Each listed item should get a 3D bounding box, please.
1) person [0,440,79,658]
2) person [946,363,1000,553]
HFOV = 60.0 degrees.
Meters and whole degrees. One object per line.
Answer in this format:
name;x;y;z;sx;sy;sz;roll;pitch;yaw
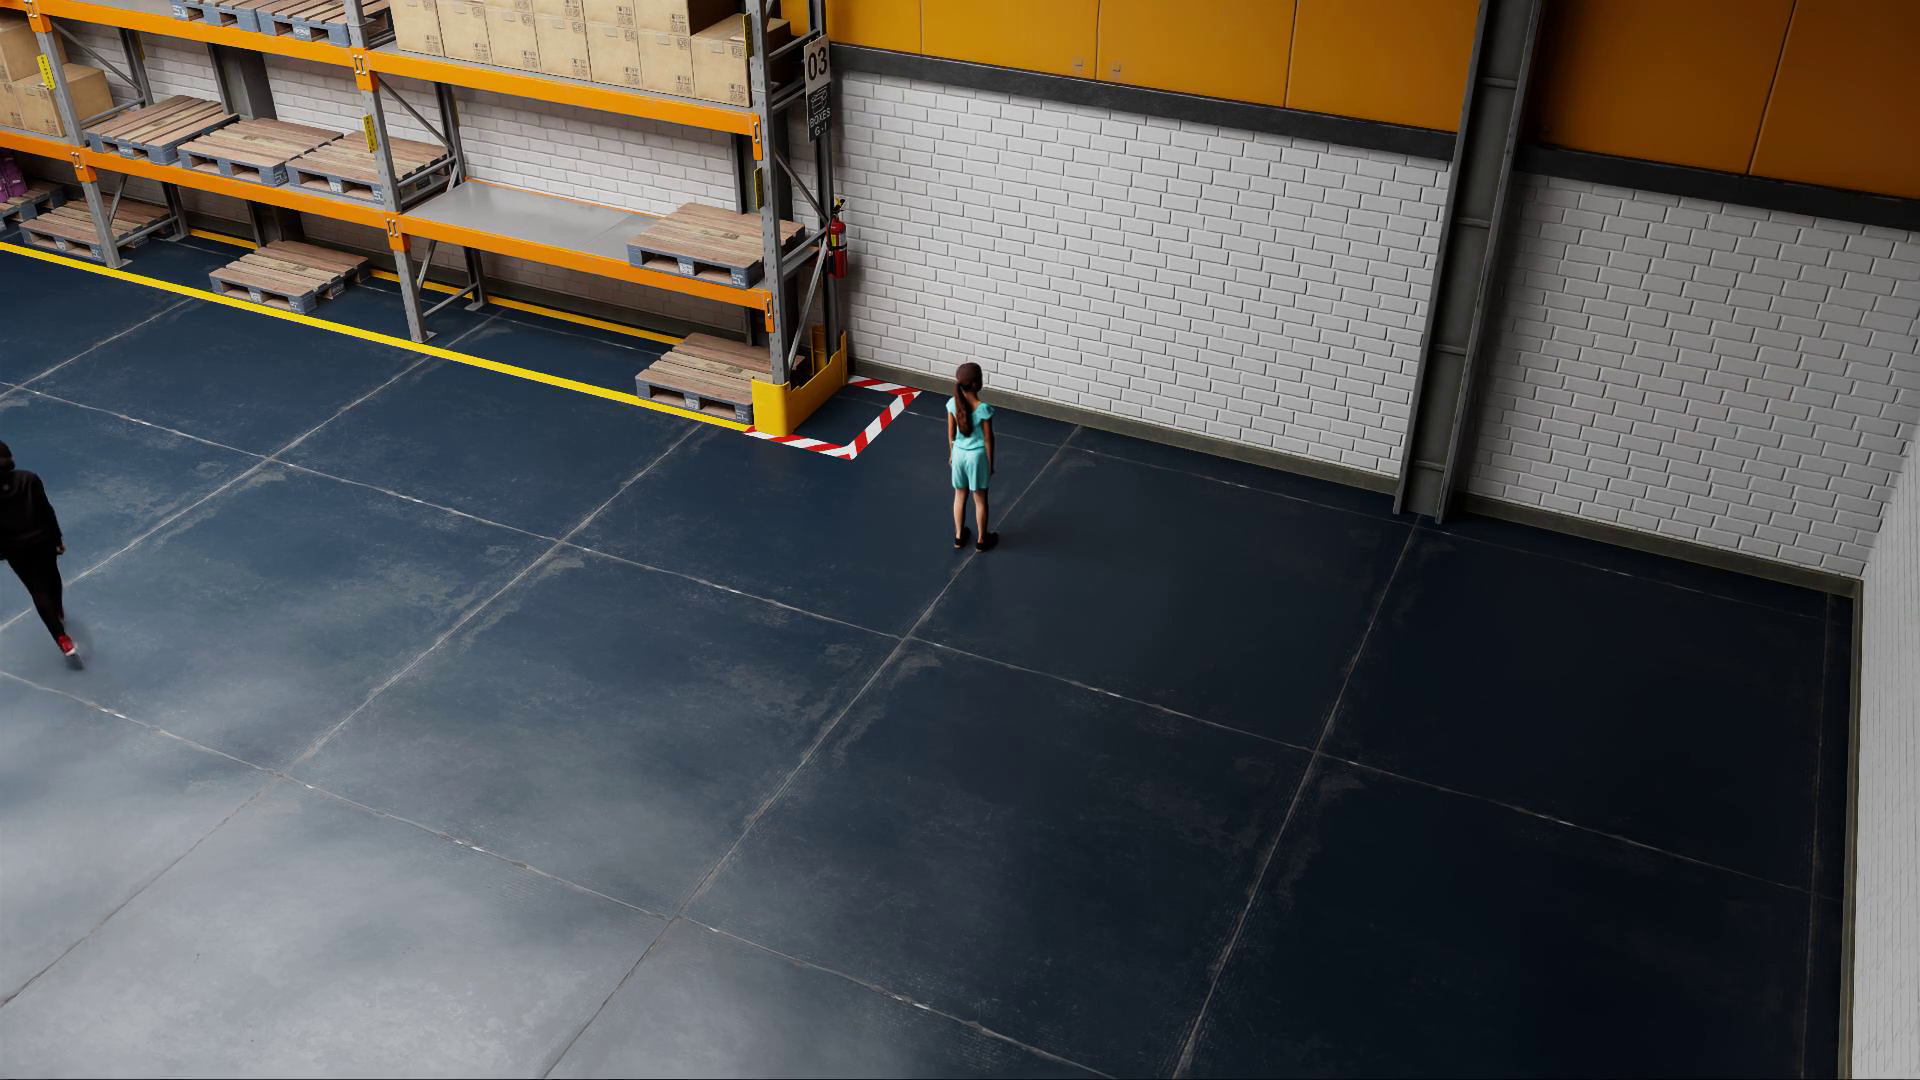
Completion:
person;-6.379;0.075;11.412;0.968;1.638;1.190;-22;39;-29
person;0.082;-0.625;12.537;0.455;1.558;0.595;15;36;21
